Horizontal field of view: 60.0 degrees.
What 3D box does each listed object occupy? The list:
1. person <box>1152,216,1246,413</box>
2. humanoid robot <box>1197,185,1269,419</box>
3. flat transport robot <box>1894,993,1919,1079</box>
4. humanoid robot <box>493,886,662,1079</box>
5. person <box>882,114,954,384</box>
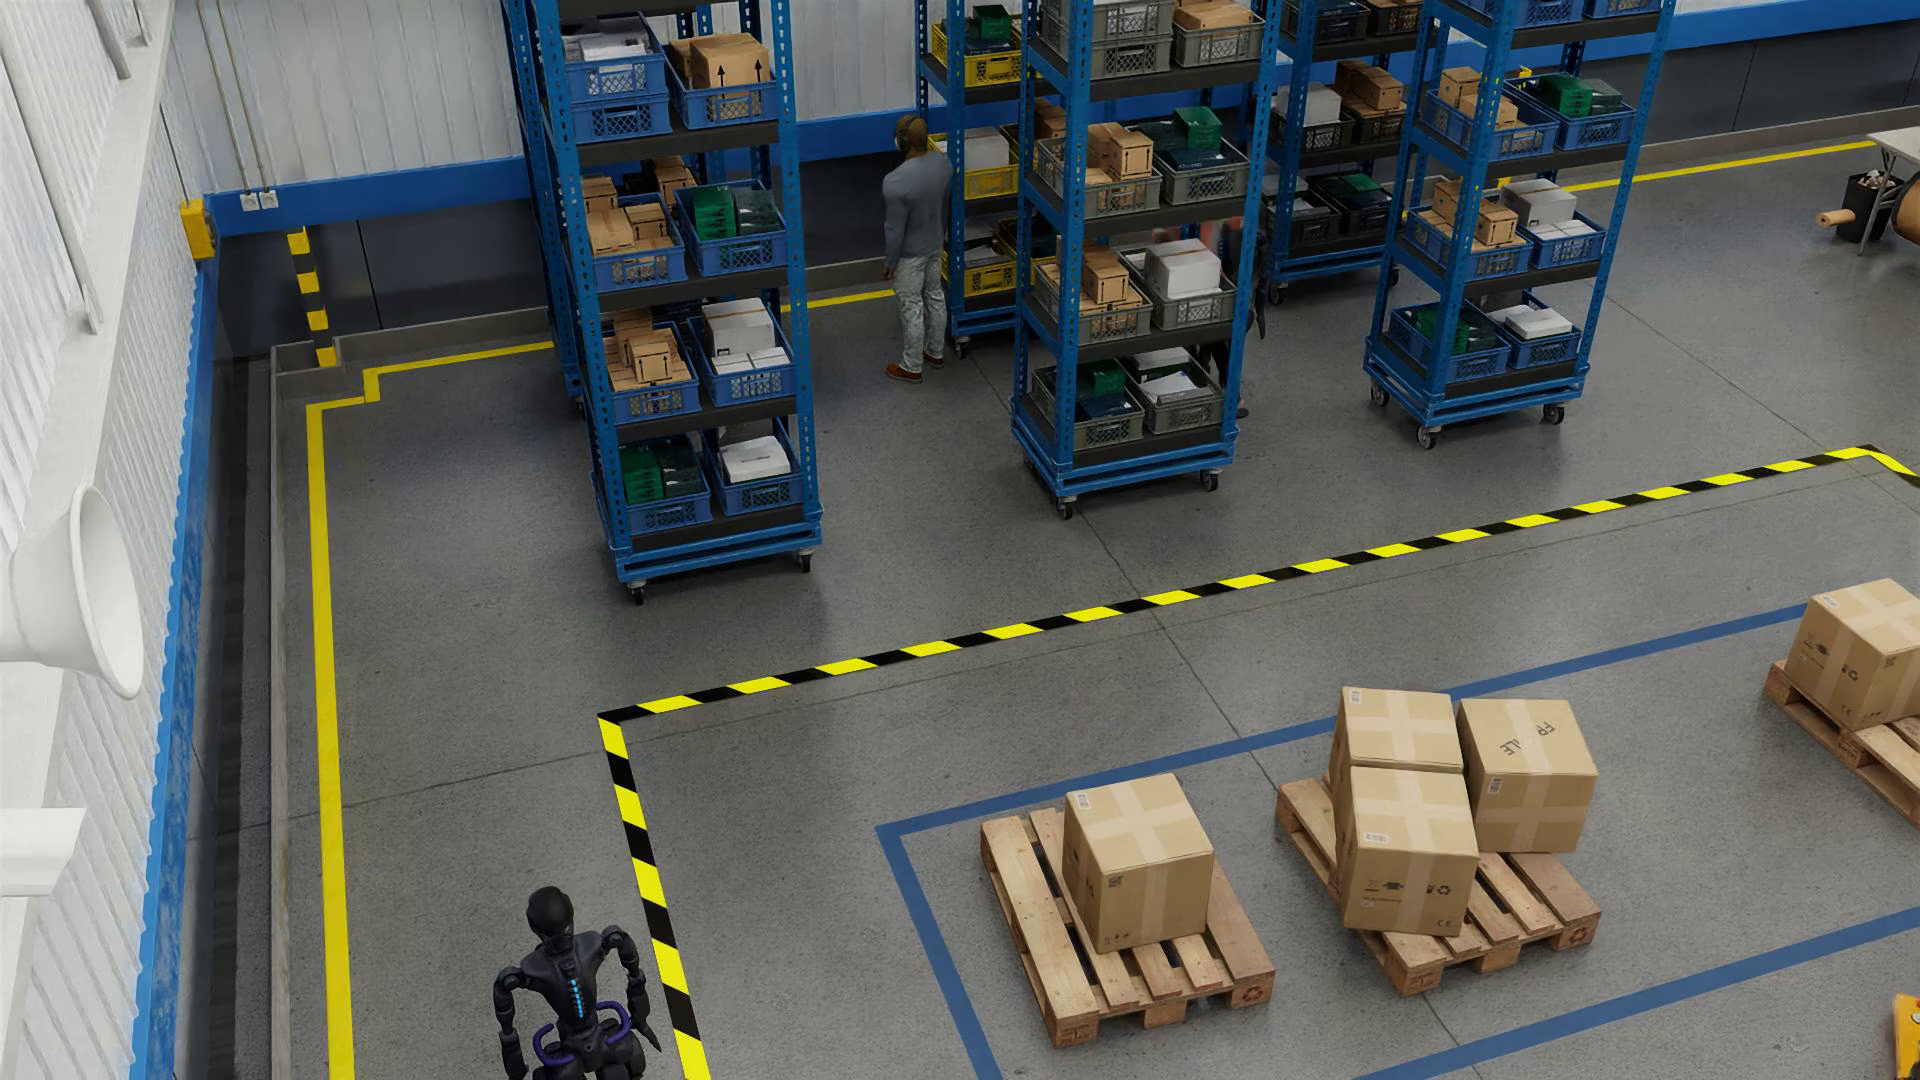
[{"bbox_3d":[1.567,-1.729,11.068,0.644,1.924,0.460,19,39,24],"label":"person"},{"bbox_3d":[1.767,-1.588,11.071,0.599,1.659,0.315,26,43,32],"label":"humanoid robot"},{"bbox_3d":[4.635,2.287,6.789,1.431,0.197,0.652,14,37,19],"label":"flat transport robot"},{"bbox_3d":[-1.397,1.898,6.132,0.599,1.654,0.315,-18,39,-24],"label":"humanoid robot"},{"bbox_3d":[-0.307,-1.996,11.438,0.373,1.940,0.629,25,42,31],"label":"person"}]
